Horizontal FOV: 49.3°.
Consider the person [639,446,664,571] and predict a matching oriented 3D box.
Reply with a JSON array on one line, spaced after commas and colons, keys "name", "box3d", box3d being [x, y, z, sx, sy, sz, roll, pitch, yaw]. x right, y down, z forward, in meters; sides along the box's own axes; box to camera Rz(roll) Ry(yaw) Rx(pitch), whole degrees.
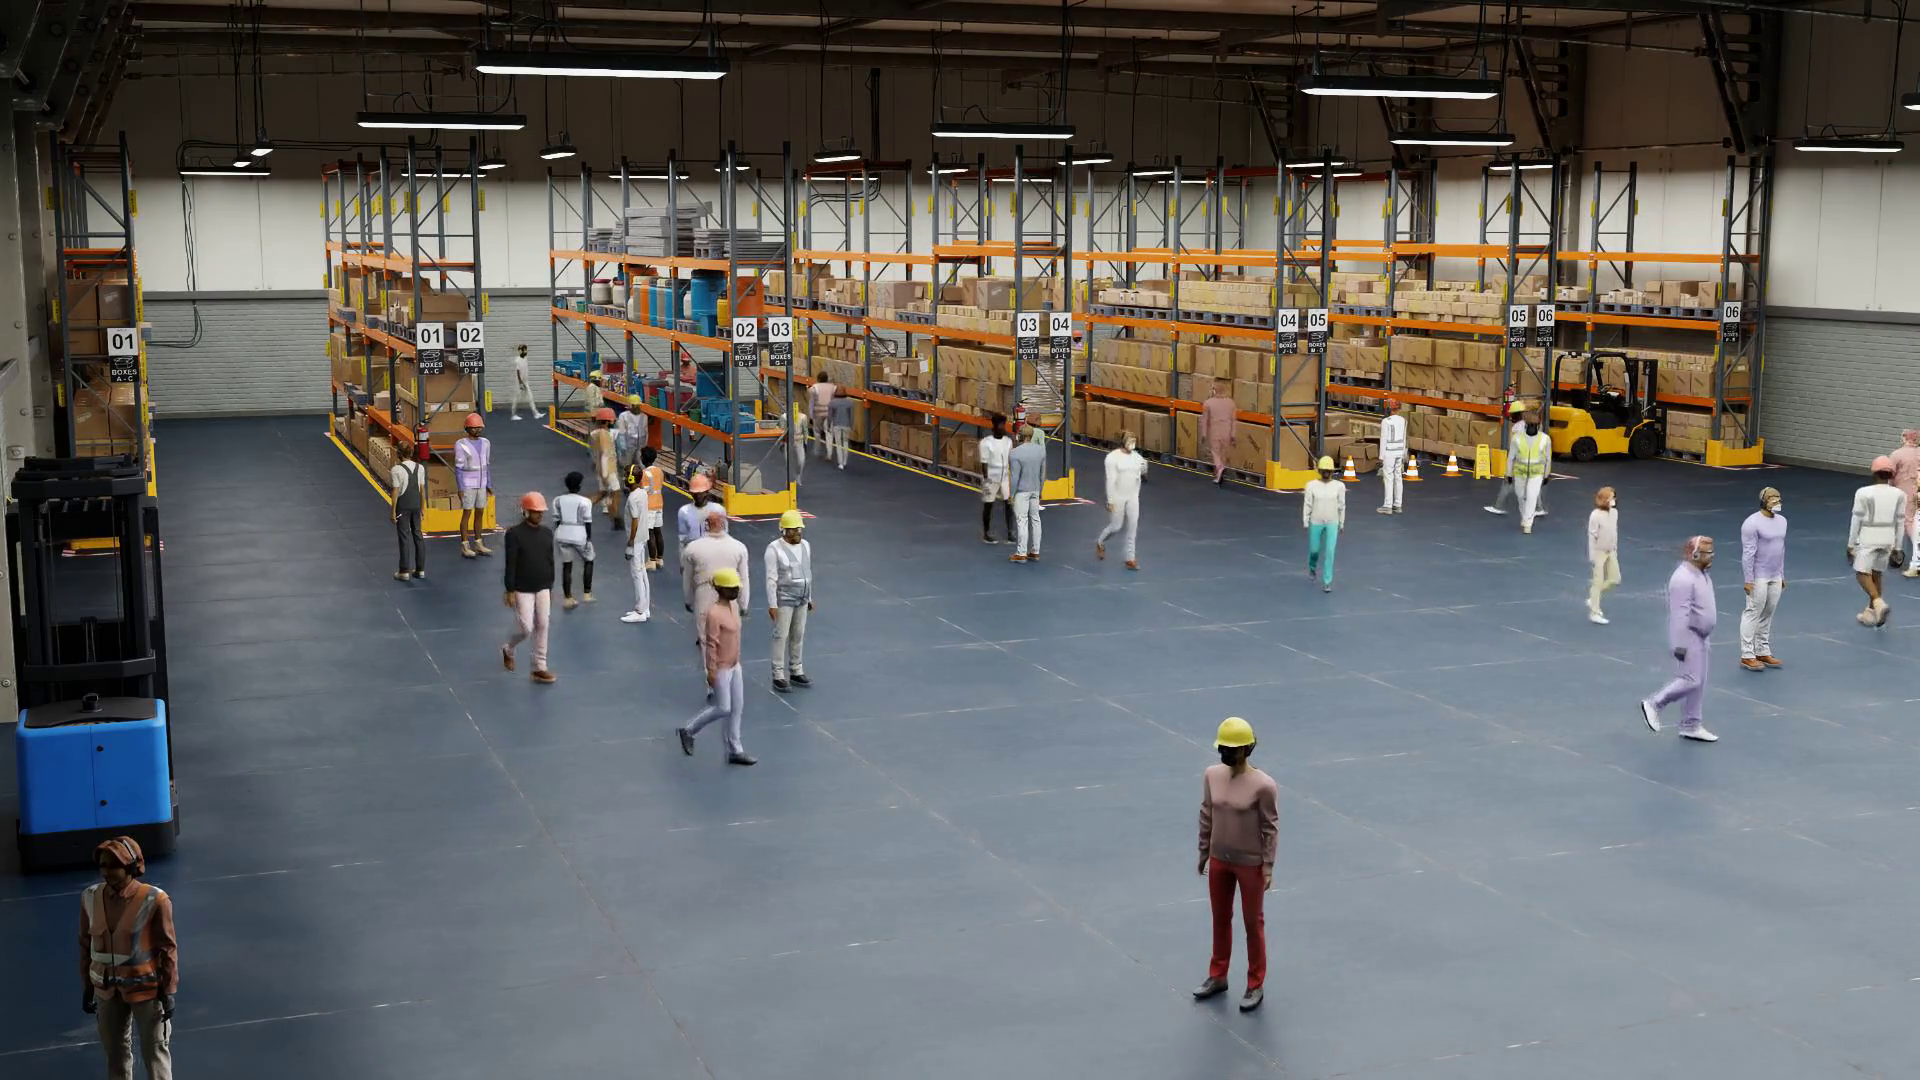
[{"name": "person", "box3d": [-4.226, -0.436, 28.552, 0.316, 1.695, 0.541, 3, 9, 18]}]

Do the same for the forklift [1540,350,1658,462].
[{"name": "forklift", "box3d": [12.897, -2.725, 42.309, 2.313, 2.155, 1.214, -3, 9, -21]}]

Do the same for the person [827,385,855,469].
[{"name": "person", "box3d": [-2.325, -2.197, 40.567, 0.523, 1.600, 0.752, -2, 9, -13]}]

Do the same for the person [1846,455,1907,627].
[{"name": "person", "box3d": [10.692, 0.028, 24.370, 0.621, 2.026, 0.777, -1, 9, -5]}]

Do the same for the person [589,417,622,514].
[{"name": "person", "box3d": [-5.823, -1.267, 34.335, 0.527, 1.622, 0.510, -3, 9, -22]}]

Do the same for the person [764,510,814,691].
[{"name": "person", "box3d": [-1.706, 0.597, 21.216, 0.404, 1.829, 0.600, 7, 11, 40]}]

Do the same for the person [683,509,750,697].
[{"name": "person", "box3d": [-2.441, 0.619, 21.009, 0.644, 1.858, 0.985, -2, 9, -12]}]

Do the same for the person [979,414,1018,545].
[{"name": "person", "box3d": [0.593, -0.875, 30.684, 0.606, 1.929, 0.871, -5, 10, -31]}]

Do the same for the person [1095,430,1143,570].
[{"name": "person", "box3d": [2.195, -0.575, 28.754, 0.631, 1.918, 0.710, -5, 10, -31]}]

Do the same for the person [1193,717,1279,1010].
[{"name": "person", "box3d": [1.649, 1.927, 12.575, 0.533, 1.767, 0.326, 7, 11, 40]}]

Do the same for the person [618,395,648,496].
[{"name": "person", "box3d": [-5.637, -1.624, 36.218, 0.592, 1.787, 0.947, -5, 10, -30]}]

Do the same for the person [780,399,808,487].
[{"name": "person", "box3d": [-2.950, -1.694, 37.187, 0.520, 1.627, 0.379, -2, 9, -12]}]

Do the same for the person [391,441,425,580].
[{"name": "person", "box3d": [-7.337, -0.399, 27.849, 0.328, 1.840, 0.504, 7, 11, 39]}]

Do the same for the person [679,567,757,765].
[{"name": "person", "box3d": [-2.105, 1.089, 18.228, 0.593, 1.753, 0.535, 3, 9, 19]}]

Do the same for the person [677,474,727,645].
[{"name": "person", "box3d": [-2.886, 0.208, 23.503, 0.571, 1.925, 0.465, 0, 9, 2]}]

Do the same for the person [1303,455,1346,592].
[{"name": "person", "box3d": [4.699, -0.234, 27.030, 0.531, 1.756, 0.560, 1, 9, 6]}]

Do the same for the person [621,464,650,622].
[{"name": "person", "box3d": [-3.866, 0.028, 24.886, 0.329, 1.872, 0.507, 1, 9, 6]}]

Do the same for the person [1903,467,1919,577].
[{"name": "person", "box3d": [13.032, -0.395, 27.918, 0.764, 1.809, 0.635, -3, 9, -20]}]

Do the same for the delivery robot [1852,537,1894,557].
[{"name": "delivery robot", "box3d": [12.587, 0.064, 28.839, 0.707, 0.478, 0.477, -5, 10, -32]}]

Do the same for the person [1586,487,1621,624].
[{"name": "person", "box3d": [7.605, 0.173, 24.723, 0.524, 1.622, 0.357, -6, 11, -36]}]

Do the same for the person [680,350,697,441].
[{"name": "person", "box3d": [-5.965, -3.148, 45.687, 0.613, 1.983, 0.406, -3, 9, -18]}]

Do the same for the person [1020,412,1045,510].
[{"name": "person", "box3d": [1.205, -1.307, 34.593, 0.500, 1.627, 0.270, 7, 11, 39]}]

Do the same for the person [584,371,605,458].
[{"name": "person", "box3d": [-7.341, -2.492, 42.036, 0.419, 1.781, 0.653, 0, 9, -1]}]

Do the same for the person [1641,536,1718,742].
[{"name": "person", "box3d": [6.616, 0.889, 19.065, 0.564, 1.890, 0.667, 7, 11, 37]}]

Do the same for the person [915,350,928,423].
[{"name": "person", "box3d": [-0.921, -3.421, 47.852, 0.575, 1.882, 0.338, -8, 11, -41]}]

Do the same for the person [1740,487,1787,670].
[{"name": "person", "box3d": [8.526, 0.398, 22.192, 0.636, 1.939, 0.365, -6, 10, -33]}]

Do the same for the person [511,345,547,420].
[{"name": "person", "box3d": [-10.470, -3.785, 50.460, 0.961, 1.817, 0.559, 3, 9, 20]}]

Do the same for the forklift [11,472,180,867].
[{"name": "forklift", "box3d": [-6.630, 0.886, 15.957, 1.129, 2.768, 1.873, -3, 9, -21]}]

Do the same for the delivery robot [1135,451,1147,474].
[{"name": "delivery robot", "box3d": [3.195, -1.406, 38.643, 0.477, 0.478, 0.707, -2, 9, -15]}]

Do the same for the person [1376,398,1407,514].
[{"name": "person", "box3d": [7.065, -1.376, 34.223, 0.574, 1.882, 0.344, -7, 11, -40]}]

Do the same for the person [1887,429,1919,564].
[{"name": "person", "box3d": [13.289, -0.619, 29.284, 0.728, 1.857, 0.955, -3, 9, -17]}]

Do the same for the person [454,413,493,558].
[{"name": "person", "box3d": [-6.876, -0.785, 29.730, 0.397, 2.043, 0.609, 6, 11, 36]}]

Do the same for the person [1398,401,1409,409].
[{"name": "person", "box3d": [9.637, -3.084, 45.511, 0.621, 1.907, 0.989, -3, 9, -18]}]

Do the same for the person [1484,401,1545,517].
[{"name": "person", "box3d": [9.030, -1.308, 33.814, 1.022, 1.870, 0.597, 8, 12, 44]}]

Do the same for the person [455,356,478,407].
[{"name": "person", "box3d": [-10.556, -2.955, 44.501, 0.642, 1.957, 0.916, -4, 9, -22]}]

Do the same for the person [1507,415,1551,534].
[{"name": "person", "box3d": [8.764, -1.041, 32.259, 0.629, 1.808, 0.899, 3, 9, 19]}]

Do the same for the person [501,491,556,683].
[{"name": "person", "box3d": [-4.435, 0.474, 21.524, 0.556, 1.980, 0.621, 7, 11, 40]}]

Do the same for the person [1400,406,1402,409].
[{"name": "person", "box3d": [10.024, -3.421, 48.339, 0.483, 1.737, 0.320, 8, 11, 41]}]

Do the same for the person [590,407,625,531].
[{"name": "person", "box3d": [-5.511, -1.092, 32.234, 0.845, 1.910, 0.551, -3, 9, -16]}]

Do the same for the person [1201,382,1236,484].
[{"name": "person", "box3d": [4.692, -1.916, 37.844, 0.648, 1.877, 0.763, -2, 9, -12]}]

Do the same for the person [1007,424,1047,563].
[{"name": "person", "box3d": [0.921, -0.657, 29.230, 0.631, 1.940, 0.370, -7, 11, -39]}]

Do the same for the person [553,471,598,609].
[{"name": "person", "box3d": [-4.722, -0.010, 25.791, 0.537, 1.679, 0.567, 2, 9, 15]}]

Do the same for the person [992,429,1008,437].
[{"name": "person", "box3d": [0.866, -2.941, 44.542, 0.555, 1.916, 0.660, -3, 9, -22]}]

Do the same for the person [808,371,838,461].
[{"name": "person", "box3d": [-2.723, -2.484, 41.912, 0.646, 1.793, 0.977, -2, 9, -16]}]

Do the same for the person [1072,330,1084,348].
[{"name": "person", "box3d": [3.120, -4.584, 55.395, 0.351, 1.942, 0.542, 2, 9, 11]}]

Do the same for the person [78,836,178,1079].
[{"name": "person", "box3d": [-4.193, 2.290, 10.573, 0.522, 1.638, 0.311, 2, 9, 11]}]
